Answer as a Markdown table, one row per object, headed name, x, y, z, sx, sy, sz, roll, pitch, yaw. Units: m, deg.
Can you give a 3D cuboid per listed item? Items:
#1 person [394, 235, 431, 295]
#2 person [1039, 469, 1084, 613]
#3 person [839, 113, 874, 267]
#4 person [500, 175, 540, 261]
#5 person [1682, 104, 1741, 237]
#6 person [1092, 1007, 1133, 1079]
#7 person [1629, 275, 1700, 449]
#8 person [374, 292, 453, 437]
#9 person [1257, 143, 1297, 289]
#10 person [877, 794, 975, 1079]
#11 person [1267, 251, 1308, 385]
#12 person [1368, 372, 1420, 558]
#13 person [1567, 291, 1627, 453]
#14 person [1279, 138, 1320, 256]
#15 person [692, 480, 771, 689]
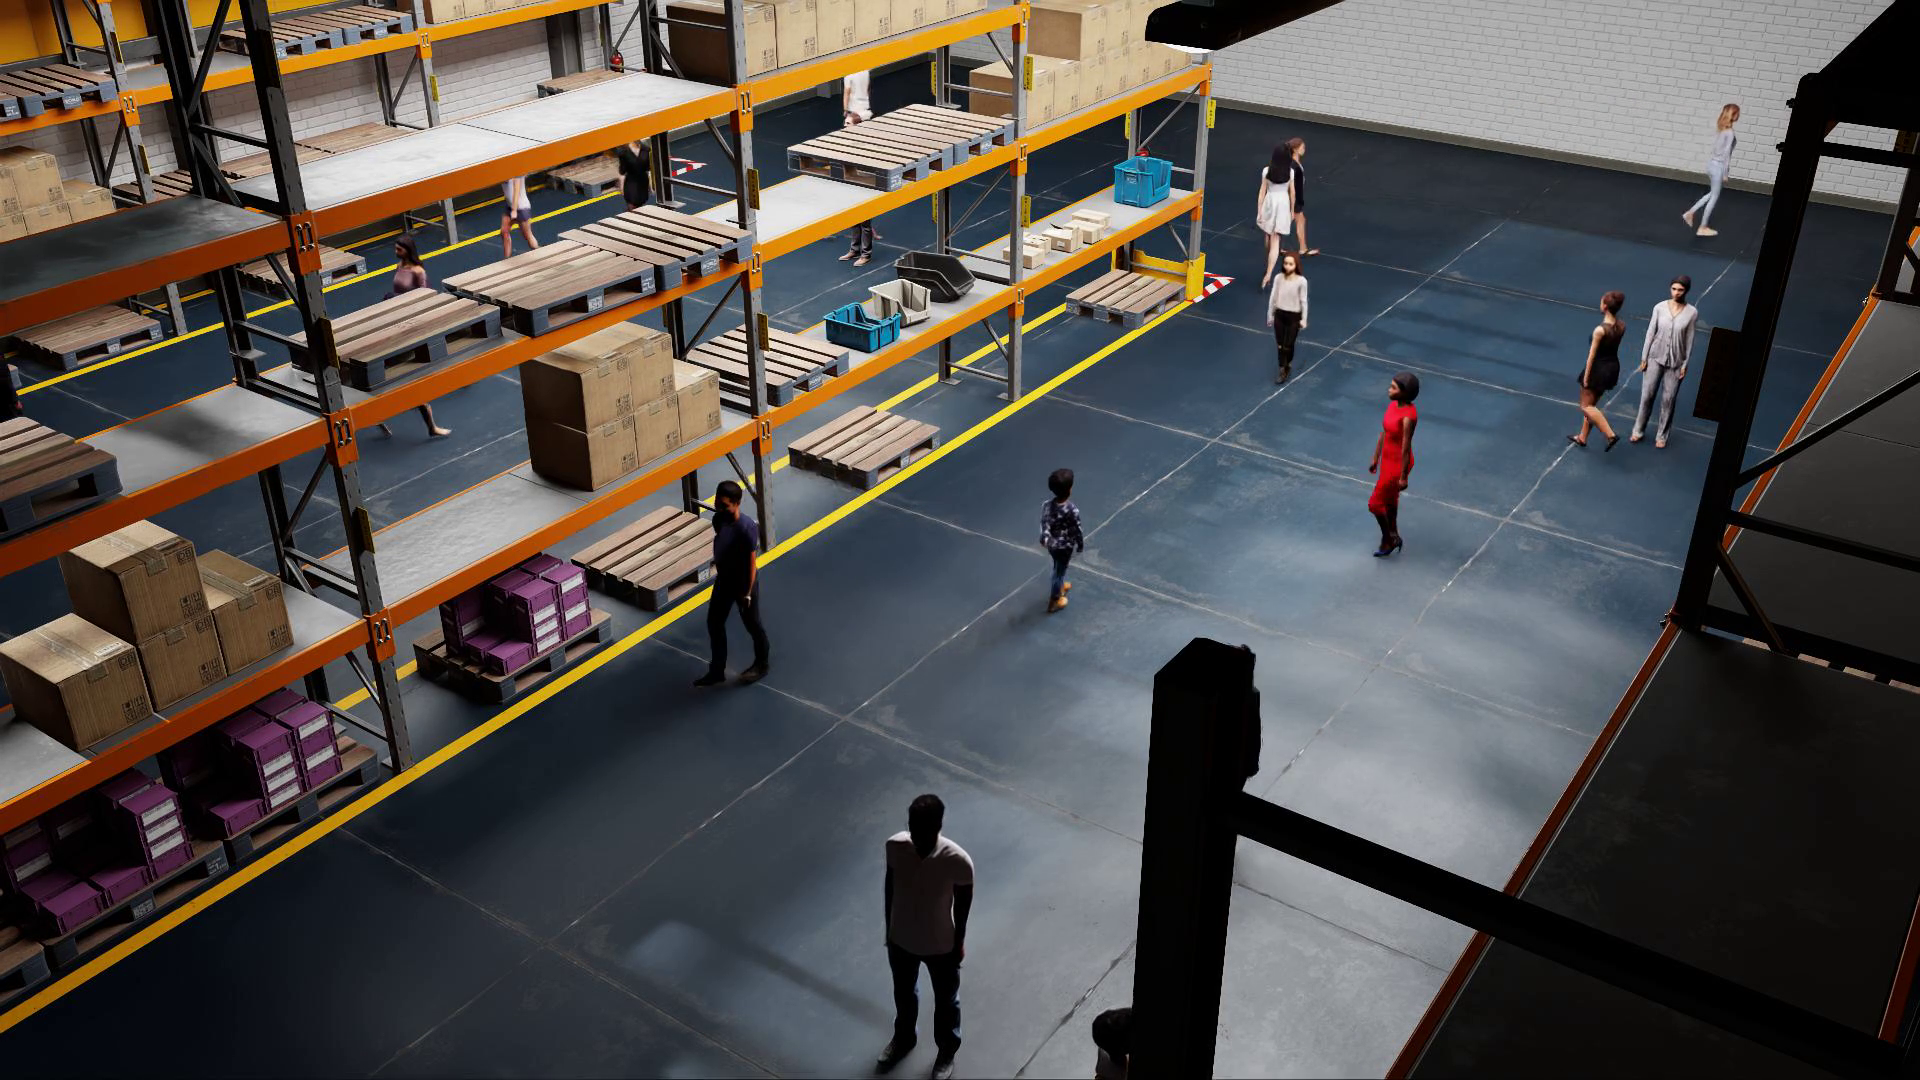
| name | x | y | z | sx | sy | sz | roll | pitch | yaw |
| --- | --- | --- | --- | --- | --- | --- | --- | --- | --- |
| person | -5.592 | -2.323 | 17.383 | 0.682 | 1.789 | 1.025 | 21 | 35 | 34 |
| person | 0.786 | 0.023 | 13.659 | 0.508 | 1.237 | 0.635 | 19 | 34 | 31 |
| person | -1.316 | -4.487 | 21.195 | 0.655 | 1.938 | 0.721 | -21 | 35 | -33 |
| person | -5.477 | -4.189 | 20.887 | 0.898 | 1.709 | 0.713 | -24 | 37 | -37 |
| person | 9.999 | -4.917 | 22.142 | 0.845 | 1.785 | 0.806 | 2 | 29 | 3 |
| person | 0.778 | 2.875 | 8.406 | 0.626 | 1.261 | 0.578 | -9 | 30 | -17 |
| person | 6.967 | -1.775 | 16.399 | 0.607 | 1.769 | 0.548 | 15 | 32 | 25 |
| person | -5.598 | -1.724 | 16.551 | 1.048 | 1.534 | 0.935 | -8 | 30 | -15 |
| person | 3.871 | -3.928 | 20.407 | 0.918 | 1.712 | 1.280 | 6 | 29 | 11 |
| person | -0.193 | 2.145 | 9.115 | 0.713 | 1.862 | 0.628 | 12 | 31 | 21 |
| person | 3.542 | -2.411 | 17.867 | 0.583 | 1.479 | 0.543 | 15 | 32 | 26 |
| person | 3.825 | -0.623 | 14.329 | 0.800 | 1.729 | 0.738 | -4 | 29 | -8 |
| person | 6.286 | -1.590 | 16.173 | 0.910 | 1.662 | 0.850 | -15 | 32 | -26 |
| person | 4.202 | -4.429 | 21.508 | 0.898 | 1.537 | 0.897 | -1 | 29 | -1 |
| person | -1.607 | 0.302 | 12.598 | 0.914 | 1.763 | 0.746 | -25 | 38 | -38 |
